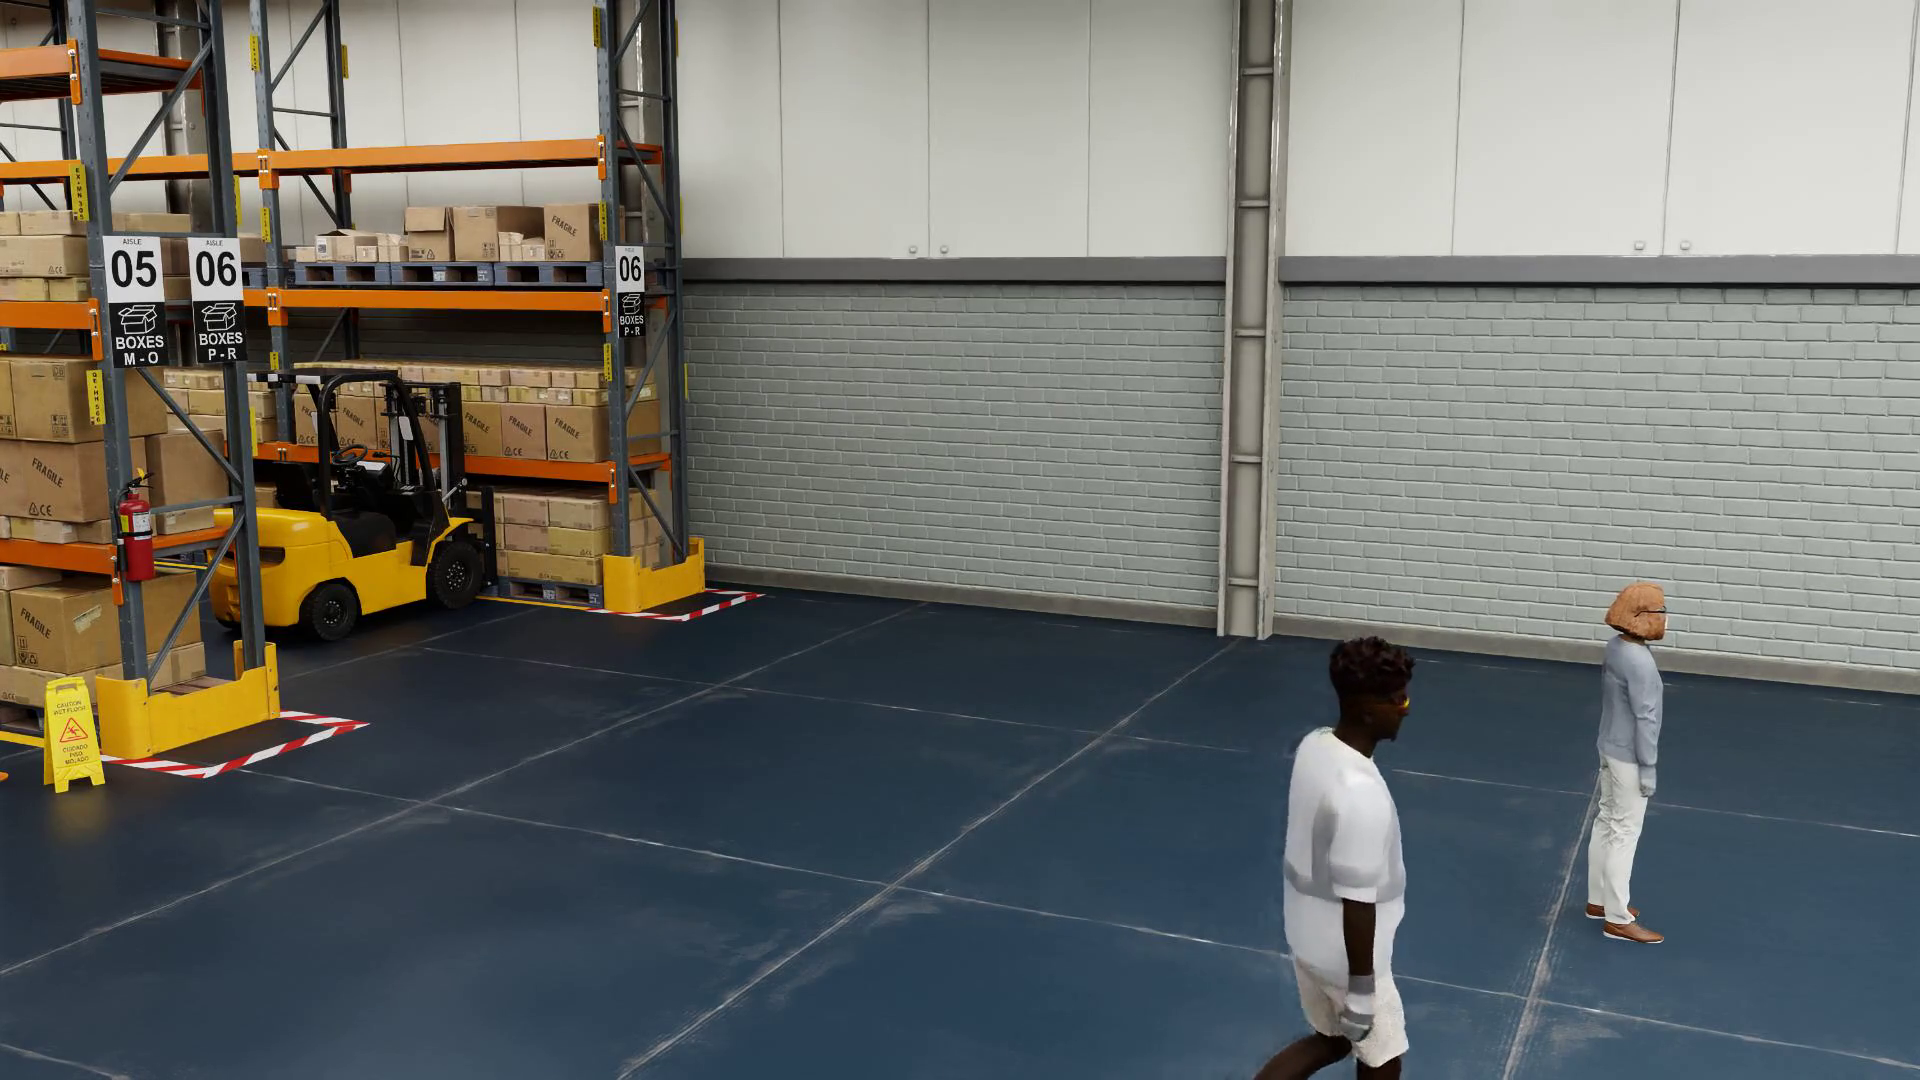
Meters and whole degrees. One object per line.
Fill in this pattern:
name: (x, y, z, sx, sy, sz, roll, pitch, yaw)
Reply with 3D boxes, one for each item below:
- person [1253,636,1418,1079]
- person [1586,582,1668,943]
person: (1.124, 1.236, 5.149, 0.732, 1.943, 0.625, -1, 9, -7)
person: (3.052, 0.995, 7.569, 0.280, 1.633, 0.500, 1, 9, 4)
